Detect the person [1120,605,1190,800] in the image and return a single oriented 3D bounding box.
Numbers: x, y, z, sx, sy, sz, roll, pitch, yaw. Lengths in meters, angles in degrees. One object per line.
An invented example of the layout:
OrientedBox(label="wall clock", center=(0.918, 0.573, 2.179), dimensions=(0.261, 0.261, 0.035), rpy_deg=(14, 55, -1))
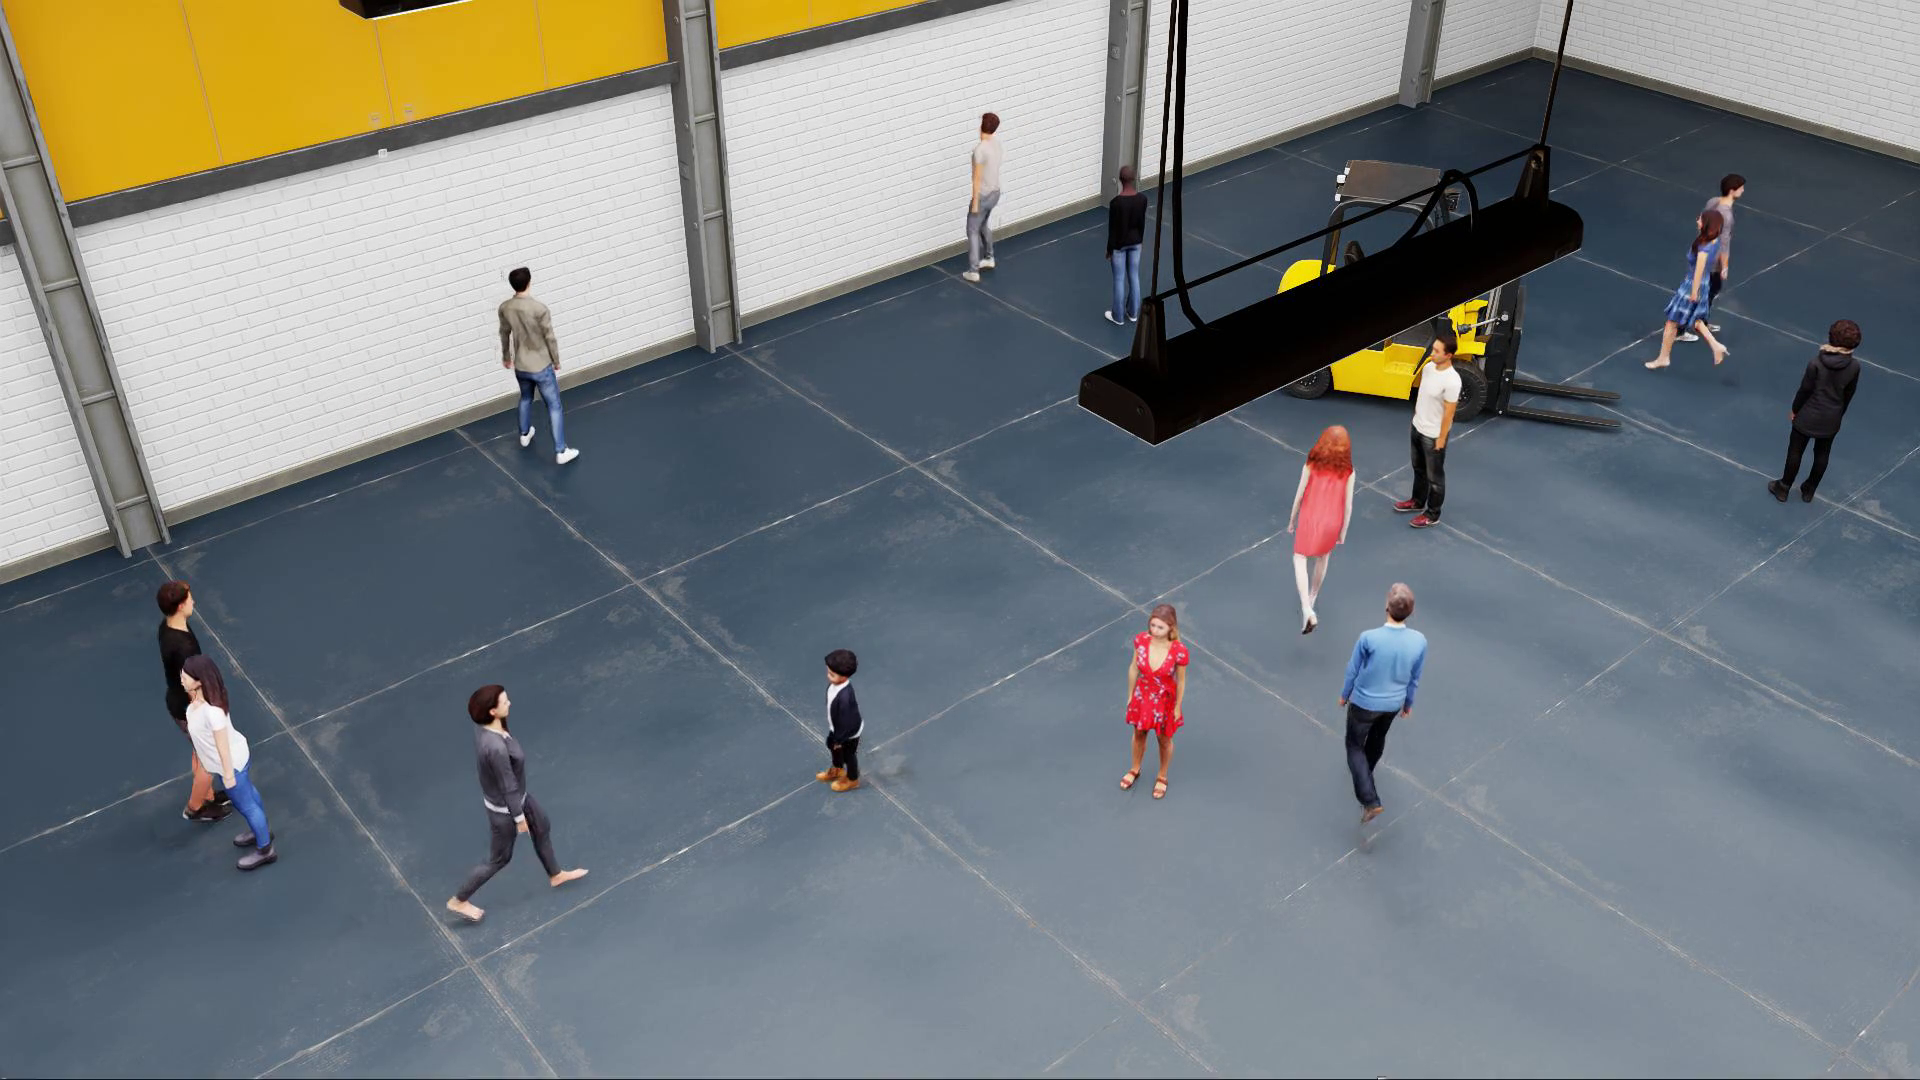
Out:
OrientedBox(label="person", center=(1.368, 1.100, 11.541), dimensions=(0.643, 1.592, 0.653), rpy_deg=(16, 37, 23))

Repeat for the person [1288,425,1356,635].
OrientedBox(label="person", center=(2.818, -0.045, 13.071), dimensions=(0.992, 1.807, 1.051), rpy_deg=(3, 34, 5))

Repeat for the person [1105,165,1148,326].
OrientedBox(label="person", center=(1.779, -3.155, 17.803), dimensions=(0.577, 1.746, 0.716), rpy_deg=(-12, 36, -18))

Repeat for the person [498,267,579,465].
OrientedBox(label="person", center=(-3.995, -1.620, 15.417), dimensions=(1.002, 1.833, 0.995), rpy_deg=(11, 35, 16))

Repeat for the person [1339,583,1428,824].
OrientedBox(label="person", center=(2.857, 1.119, 11.329), dimensions=(1.117, 1.796, 1.086), rpy_deg=(-2, 34, -3))

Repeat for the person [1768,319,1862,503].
OrientedBox(label="person", center=(7.616, -1.128, 14.722), dimensions=(0.736, 1.781, 0.788), rpy_deg=(5, 34, 7))

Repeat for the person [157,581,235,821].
OrientedBox(label="person", center=(-5.271, 1.138, 11.270), dimensions=(0.743, 1.830, 0.702), rpy_deg=(-16, 37, -22))

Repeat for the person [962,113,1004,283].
OrientedBox(label="person", center=(0.330, -3.876, 18.806), dimensions=(0.938, 1.838, 0.763), rpy_deg=(6, 34, 10))

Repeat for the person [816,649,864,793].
OrientedBox(label="person", center=(-0.766, 1.260, 11.640), dimensions=(0.677, 1.217, 0.625), rpy_deg=(-6, 34, -9))

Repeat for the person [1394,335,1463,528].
OrientedBox(label="person", center=(4.120, -0.966, 14.463), dimensions=(0.650, 1.800, 0.691), rpy_deg=(-11, 35, -16))

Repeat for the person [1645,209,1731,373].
OrientedBox(label="person", center=(7.448, -2.452, 16.711), dimensions=(0.868, 1.785, 0.990), rpy_deg=(21, 39, 29))

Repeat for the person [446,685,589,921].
OrientedBox(label="person", center=(-2.961, 1.695, 10.526), dimensions=(1.220, 1.726, 0.843), rpy_deg=(-13, 36, -19))

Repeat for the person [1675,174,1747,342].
OrientedBox(label="person", center=(7.755, -2.942, 17.405), dimensions=(0.973, 1.833, 0.913), rpy_deg=(4, 34, 5))

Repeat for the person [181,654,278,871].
OrientedBox(label="person", center=(-4.790, 1.450, 10.933), dimensions=(0.578, 1.682, 0.624), rpy_deg=(-18, 38, -25))
